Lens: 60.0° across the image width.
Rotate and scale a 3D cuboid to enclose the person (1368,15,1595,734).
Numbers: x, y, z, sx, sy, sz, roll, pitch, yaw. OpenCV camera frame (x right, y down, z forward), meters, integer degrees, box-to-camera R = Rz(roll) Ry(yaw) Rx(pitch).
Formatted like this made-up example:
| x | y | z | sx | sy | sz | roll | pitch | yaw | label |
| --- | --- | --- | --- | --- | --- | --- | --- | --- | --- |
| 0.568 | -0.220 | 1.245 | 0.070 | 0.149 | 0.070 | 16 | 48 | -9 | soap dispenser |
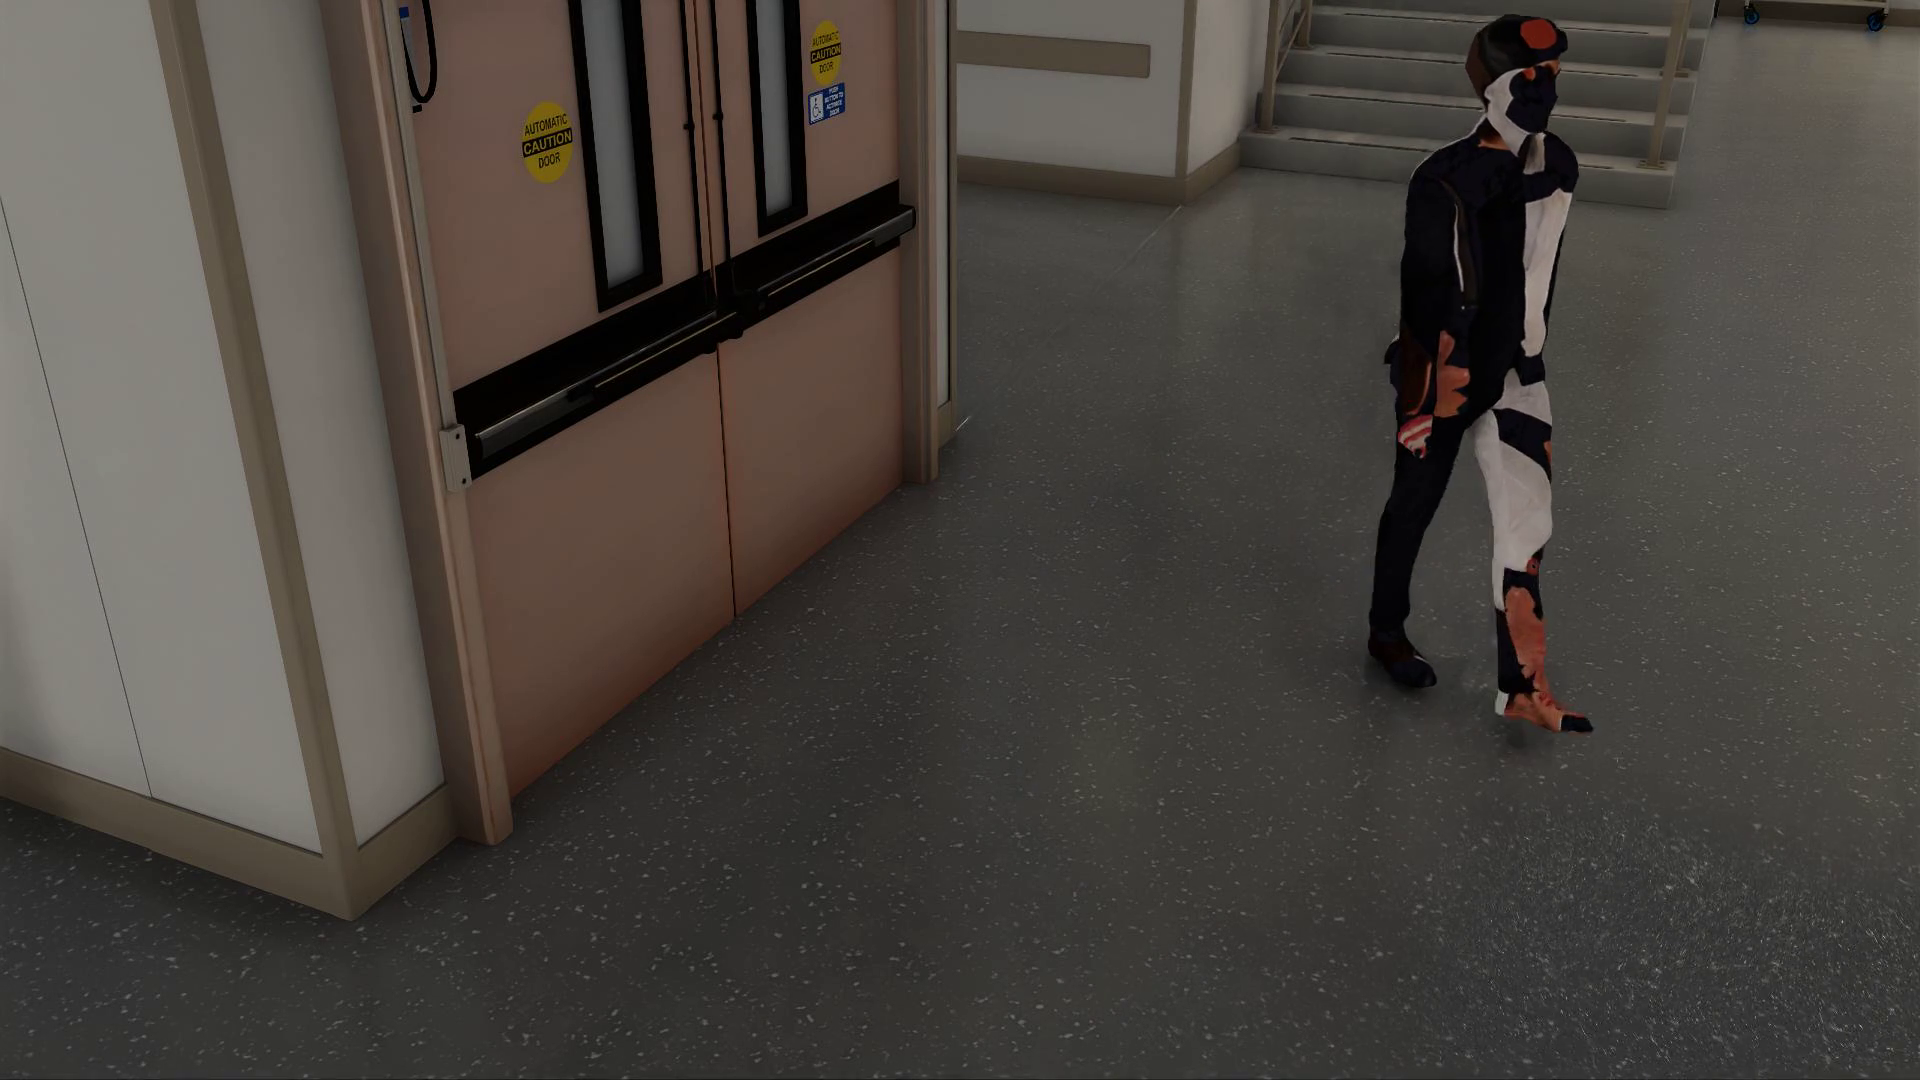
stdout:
| x | y | z | sx | sy | sz | roll | pitch | yaw | label |
| --- | --- | --- | --- | --- | --- | --- | --- | --- | --- |
| 1.314 | -0.439 | 4.466 | 1.074 | 1.866 | 1.122 | -10 | 28 | -20 | person |
